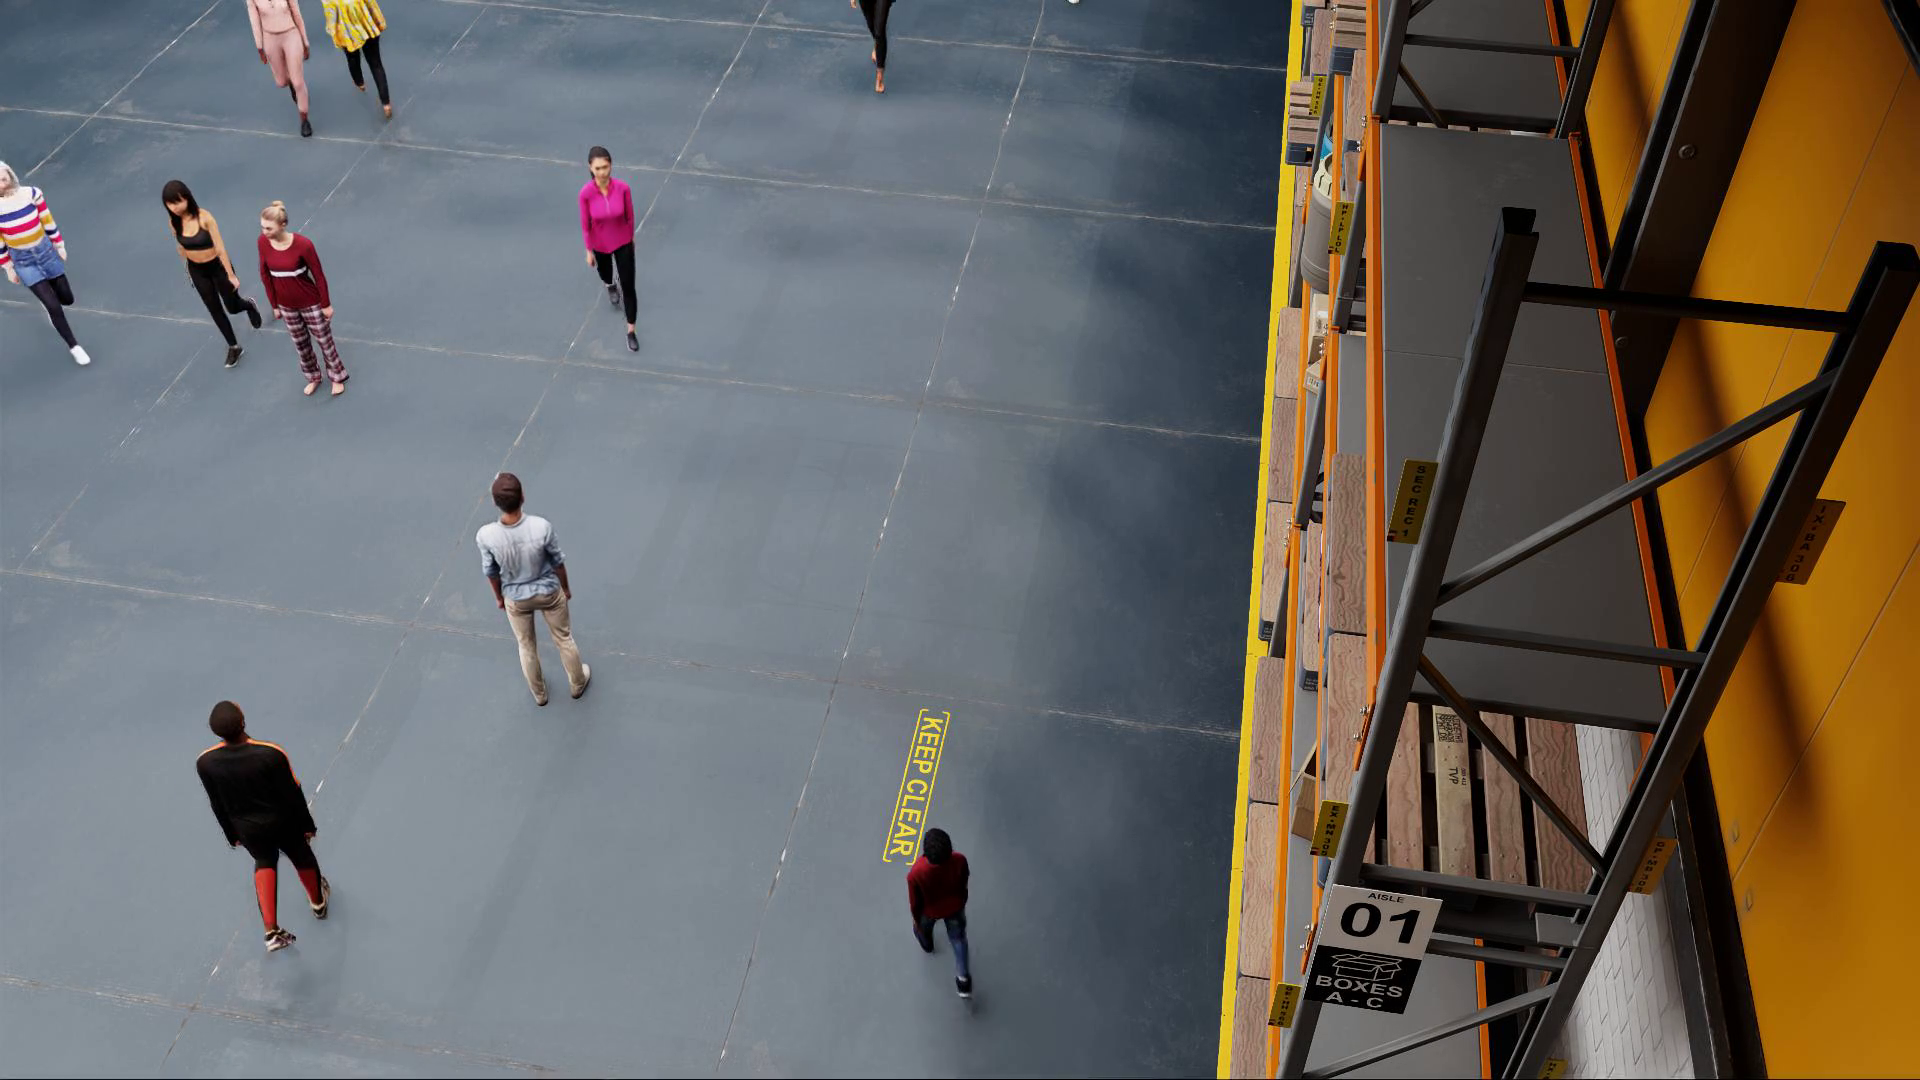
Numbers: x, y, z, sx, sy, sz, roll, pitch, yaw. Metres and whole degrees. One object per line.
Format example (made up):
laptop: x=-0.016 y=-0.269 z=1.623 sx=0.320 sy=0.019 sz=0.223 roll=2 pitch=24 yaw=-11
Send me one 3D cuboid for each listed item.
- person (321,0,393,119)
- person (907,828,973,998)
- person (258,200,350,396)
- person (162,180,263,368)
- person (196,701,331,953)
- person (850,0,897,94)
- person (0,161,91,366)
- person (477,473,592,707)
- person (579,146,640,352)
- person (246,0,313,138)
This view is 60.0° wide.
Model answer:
person: x=-5.755 y=-4.816 z=15.960 sx=1.093 sy=1.600 sz=1.184 roll=-21 pitch=47 yaw=-20
person: x=-0.080 y=2.012 z=9.047 sx=0.723 sy=1.249 sz=0.911 roll=-10 pitch=45 yaw=-11
person: x=-5.067 y=-1.848 z=12.772 sx=0.641 sy=1.701 sz=0.541 roll=1 pitch=44 yaw=1
person: x=-5.894 y=-2.167 z=13.160 sx=0.654 sy=1.628 sz=0.878 roll=-1 pitch=44 yaw=-1
person: x=-3.794 y=1.606 z=9.079 sx=0.811 sy=1.793 sz=0.985 roll=-7 pitch=44 yaw=-7
person: x=-0.853 y=-5.470 z=16.515 sx=0.636 sy=1.782 sz=1.189 roll=4 pitch=44 yaw=4
person: x=-7.320 y=-2.236 z=13.117 sx=1.015 sy=1.787 sz=1.017 roll=34 pitch=53 yaw=31
person: x=-2.671 y=0.327 z=10.382 sx=0.720 sy=1.847 sz=0.687 roll=-8 pitch=44 yaw=-8
person: x=-2.830 y=-2.422 z=13.406 sx=0.925 sy=1.668 sz=1.199 roll=-11 pitch=45 yaw=-11
person: x=-6.412 y=-4.716 z=15.782 sx=0.883 sy=1.703 sz=1.035 roll=-10 pitch=45 yaw=-11
